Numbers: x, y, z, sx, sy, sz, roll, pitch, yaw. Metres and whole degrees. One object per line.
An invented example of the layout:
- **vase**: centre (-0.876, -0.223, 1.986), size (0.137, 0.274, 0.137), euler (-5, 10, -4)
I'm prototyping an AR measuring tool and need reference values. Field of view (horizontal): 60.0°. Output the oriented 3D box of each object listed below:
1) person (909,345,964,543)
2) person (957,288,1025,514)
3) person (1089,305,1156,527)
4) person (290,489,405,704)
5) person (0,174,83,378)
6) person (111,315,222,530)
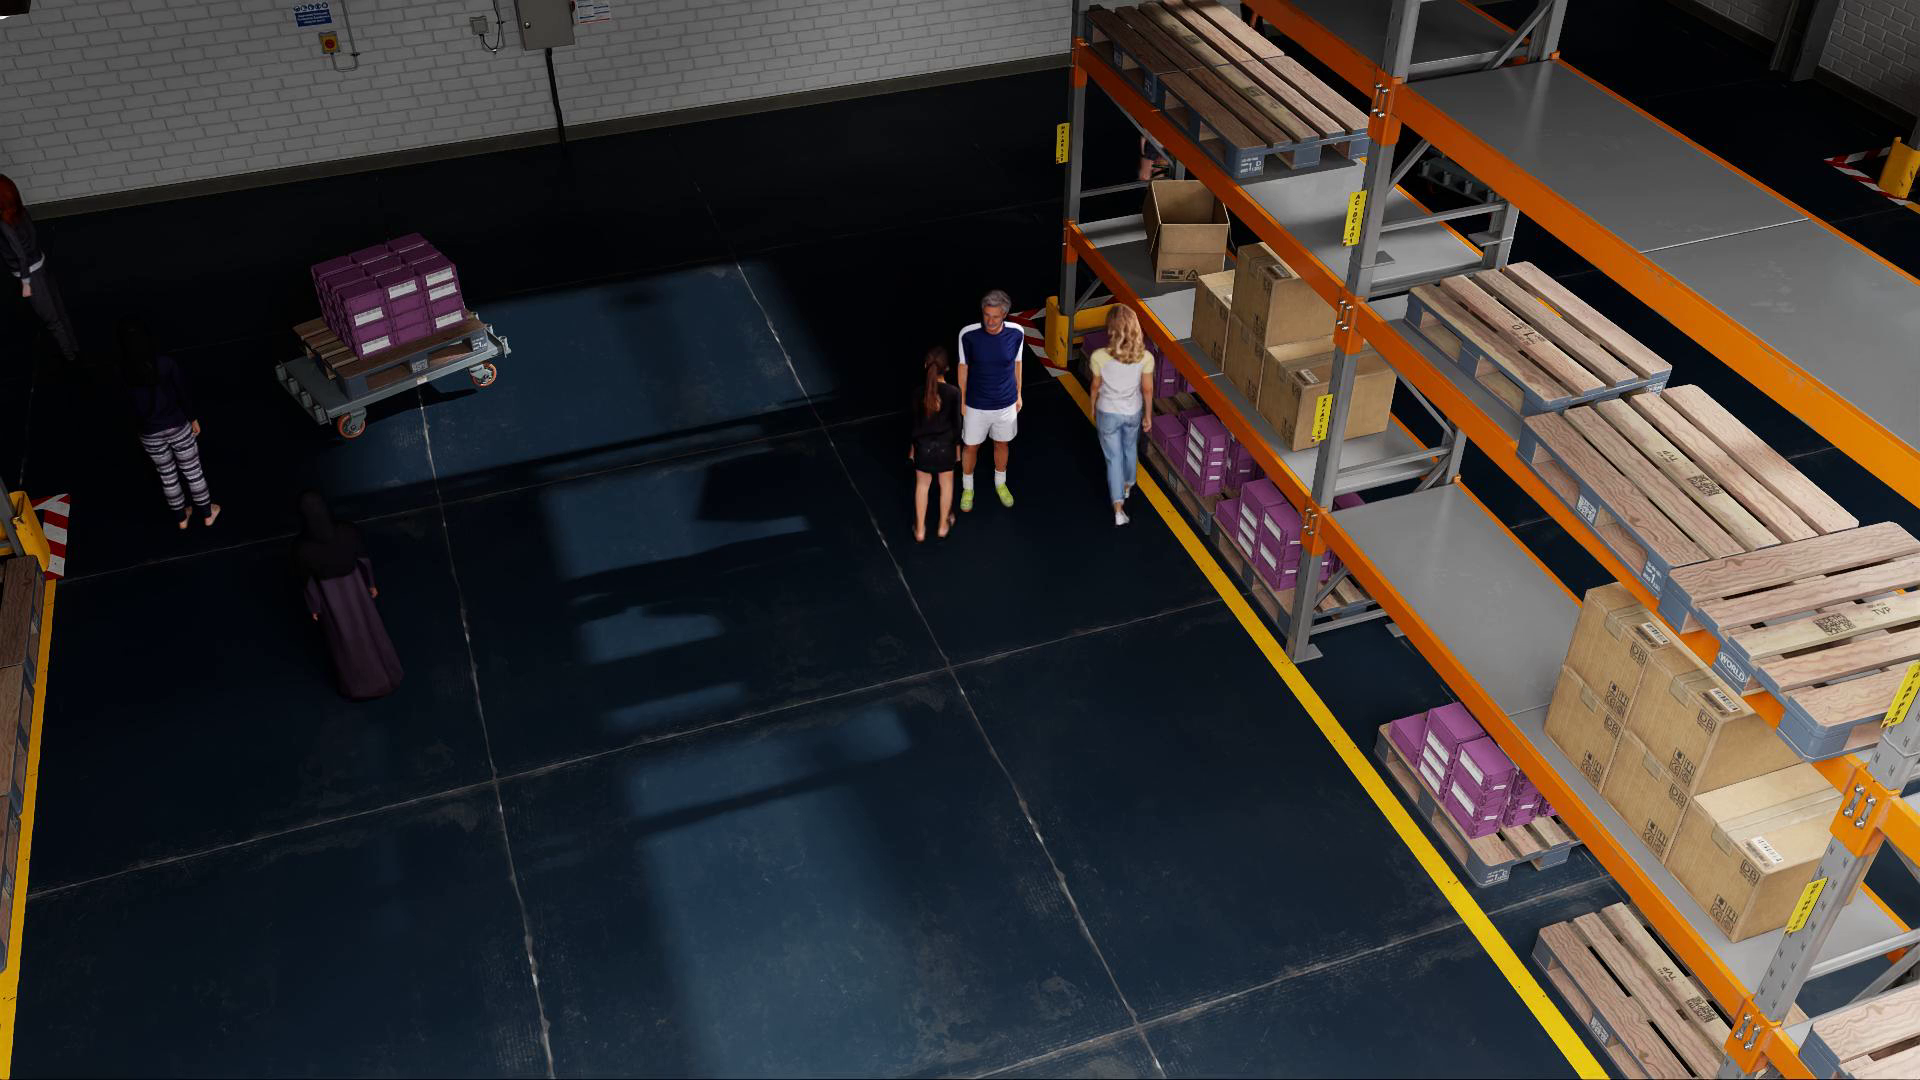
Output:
- **person**: centre (-0.175, -0.650, 11.773), size (0.629, 1.546, 0.677), euler (-2, 39, -2)
- **person**: centre (0.212, -1.031, 12.020), size (0.669, 1.833, 0.603), euler (-6, 39, -8)
- **person**: centre (1.140, -0.849, 11.899), size (0.742, 1.699, 1.047), euler (-2, 39, -2)
- **person**: centre (-3.903, 0.343, 10.473), size (0.653, 1.615, 0.650), euler (-22, 43, -25)
- **person**: centre (-7.511, -2.150, 13.465), size (0.654, 1.779, 0.459), euler (-9, 40, -11)
- **person**: centre (-5.677, -0.825, 11.843), size (0.602, 1.732, 0.527), euler (-10, 40, -12)
